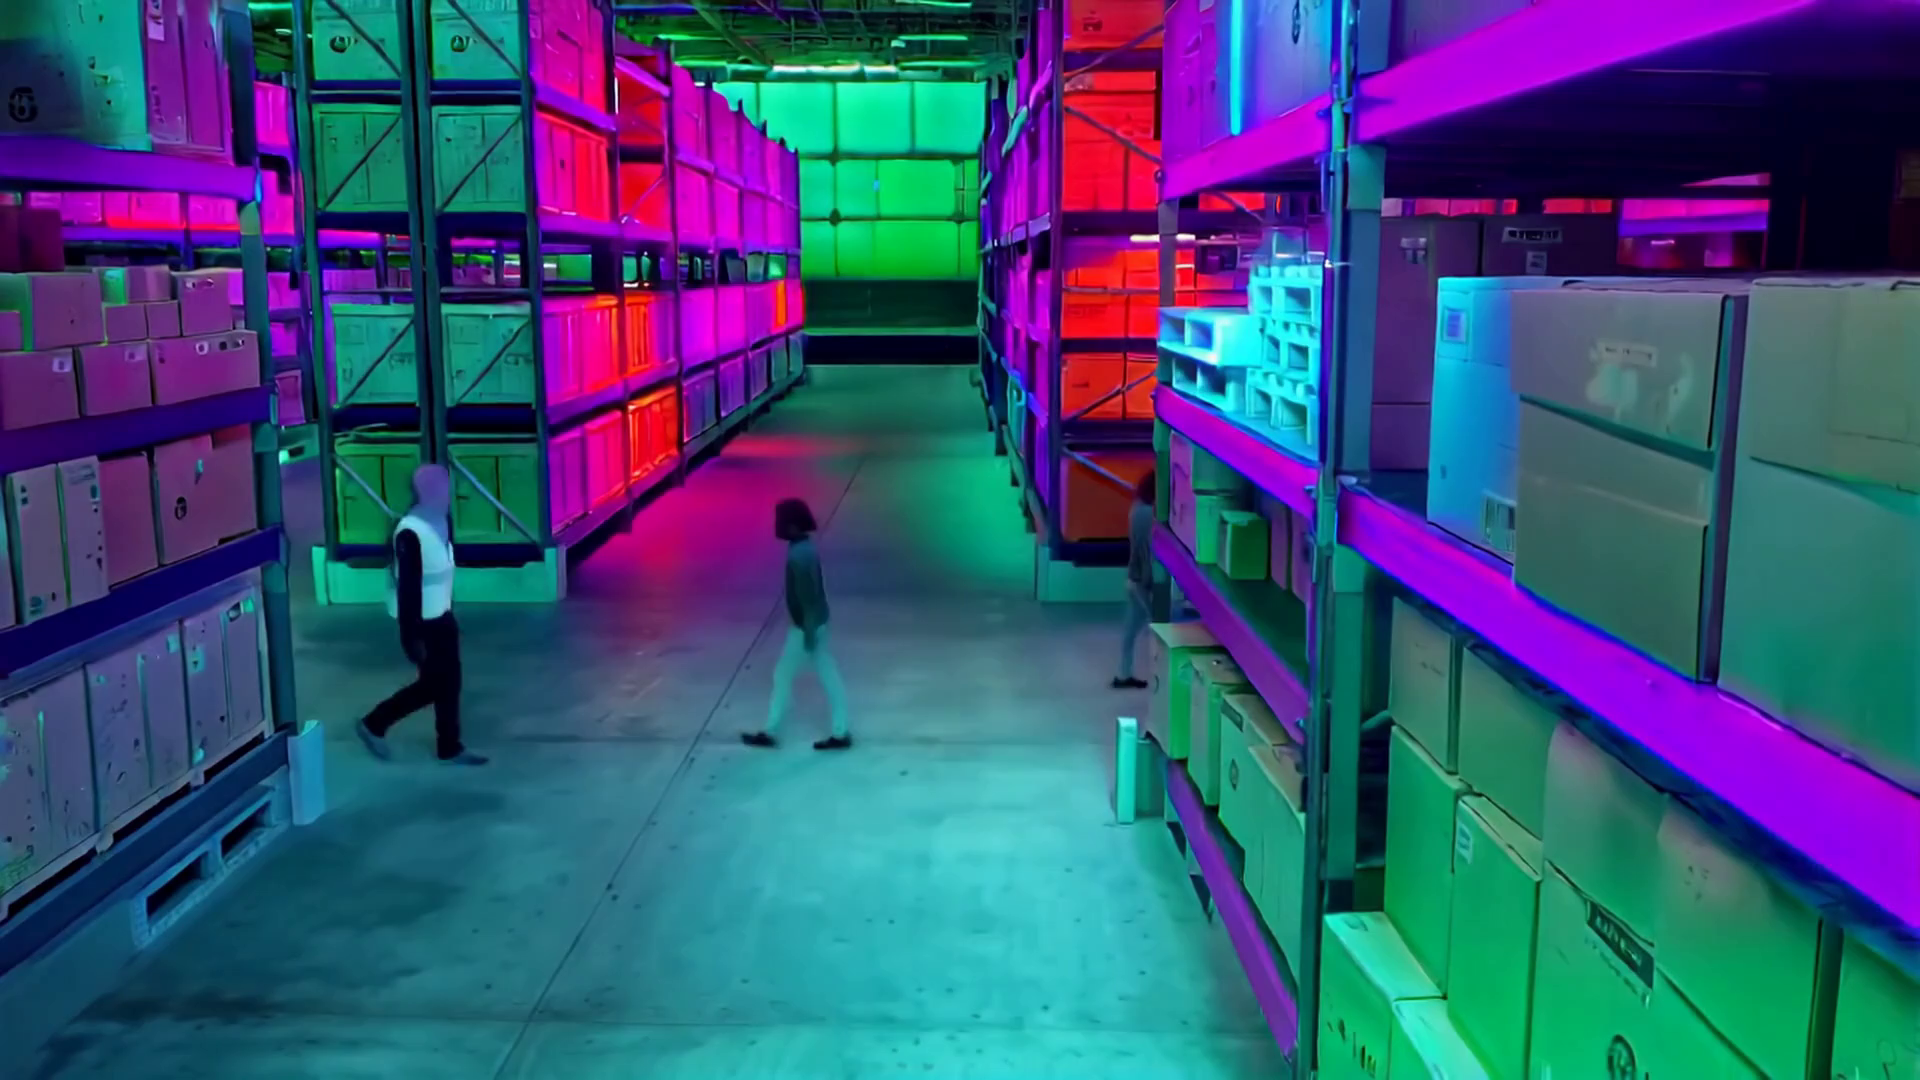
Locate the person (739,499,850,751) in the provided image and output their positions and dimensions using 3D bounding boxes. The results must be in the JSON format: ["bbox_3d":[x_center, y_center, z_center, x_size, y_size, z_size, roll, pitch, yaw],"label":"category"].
[{"bbox_3d":[-1.043,0.547,10.418,0.787,1.593,0.530,2,9,10],"label":"person"}]

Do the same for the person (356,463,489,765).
[{"bbox_3d":[-3.263,0.471,10.011,0.645,1.899,0.612,0,9,3],"label":"person"}]

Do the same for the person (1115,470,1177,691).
[{"bbox_3d":[1.463,0.291,11.952,0.775,1.597,0.527,-3,10,-16],"label":"person"}]
